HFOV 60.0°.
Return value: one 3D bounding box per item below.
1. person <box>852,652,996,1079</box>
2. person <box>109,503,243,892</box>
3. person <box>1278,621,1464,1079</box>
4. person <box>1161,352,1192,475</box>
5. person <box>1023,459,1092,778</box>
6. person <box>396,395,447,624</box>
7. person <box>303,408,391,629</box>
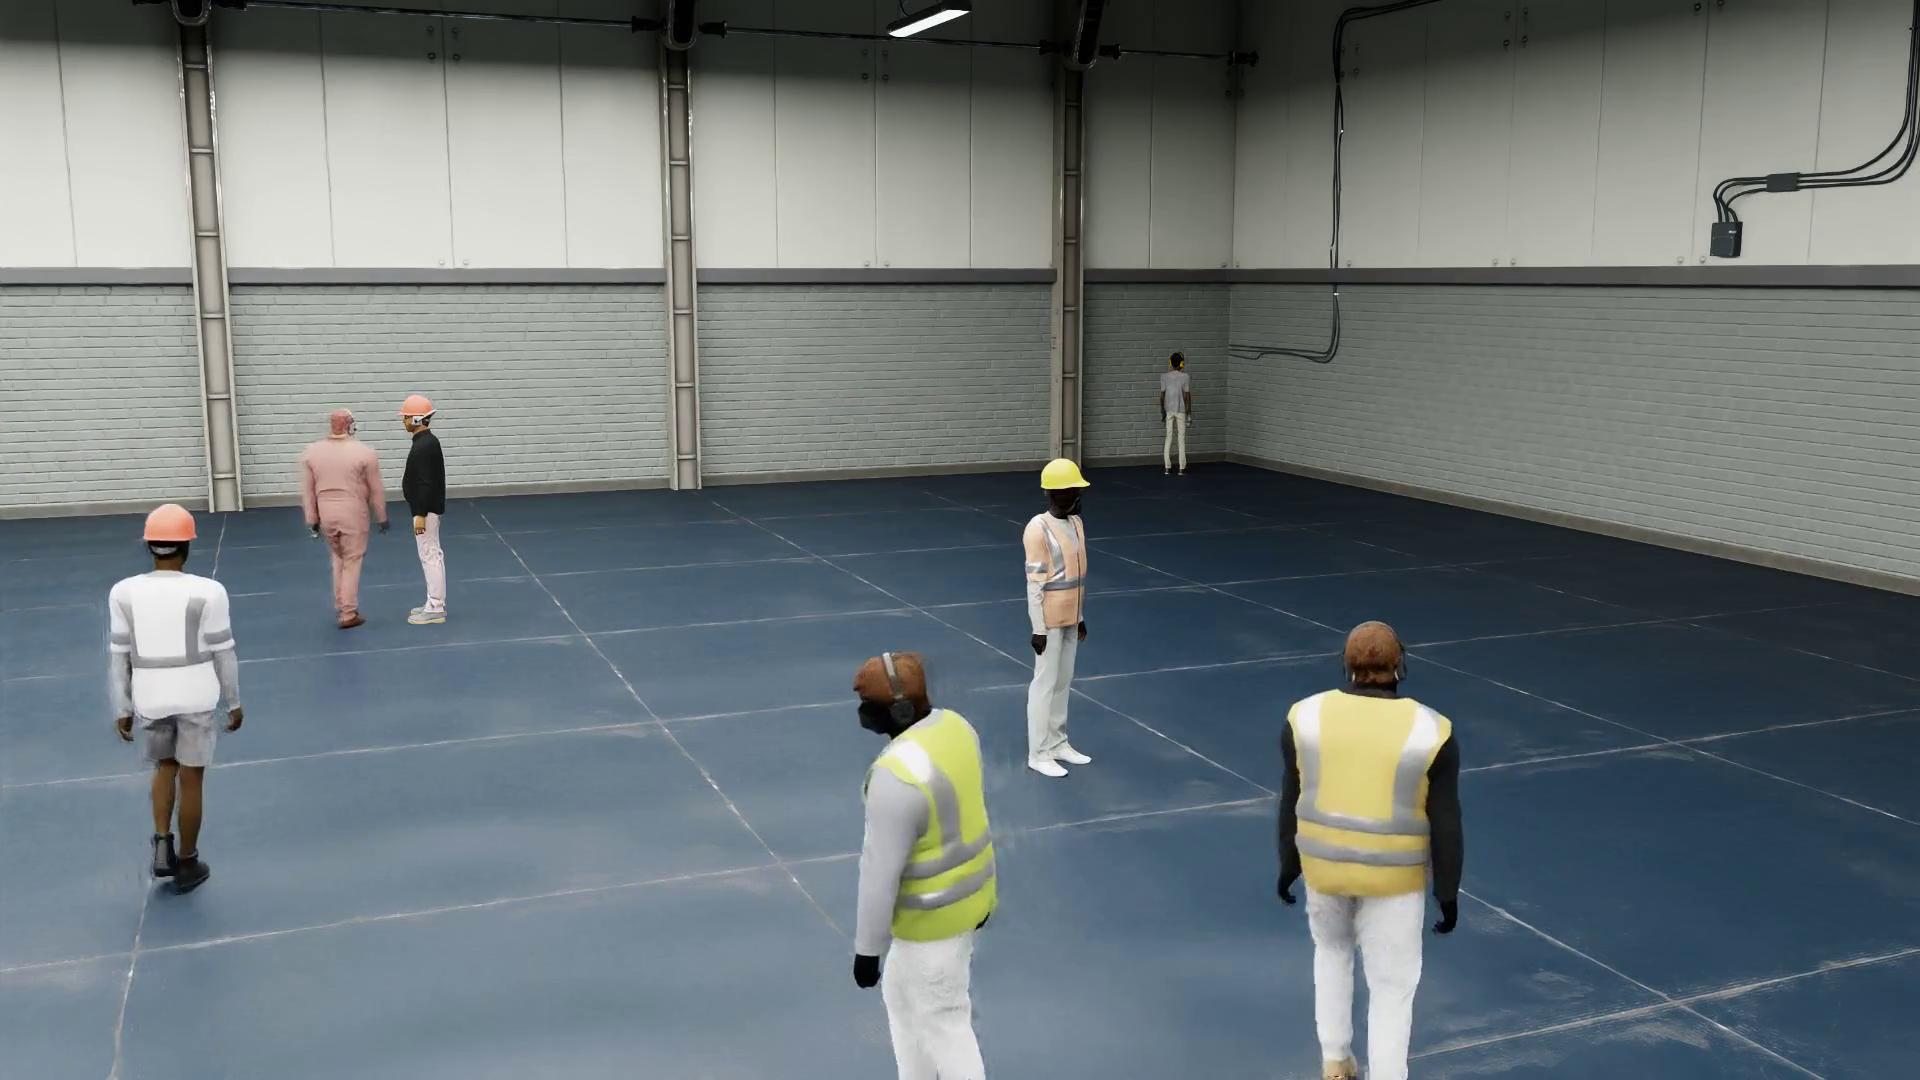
[{"bbox_3d":[-0.161,1.255,5.601,0.672,1.801,0.650,3,9,16],"label":"person"},{"bbox_3d":[-3.843,0.778,8.203,0.554,1.919,0.414,-1,9,-5],"label":"person"},{"bbox_3d":[1.468,1.191,5.973,0.668,1.806,0.702,4,10,26],"label":"person"},{"bbox_3d":[3.300,-1.929,25.360,0.519,1.874,0.327,5,10,29],"label":"person"},{"bbox_3d":[0.602,0.463,10.154,0.354,1.929,0.594,5,11,30],"label":"person"},{"bbox_3d":[-4.686,-0.268,14.540,0.382,1.993,0.622,-2,9,-12],"label":"person"},{"bbox_3d":[-5.304,-0.200,14.483,0.652,1.885,0.740,2,9,10],"label":"person"}]
